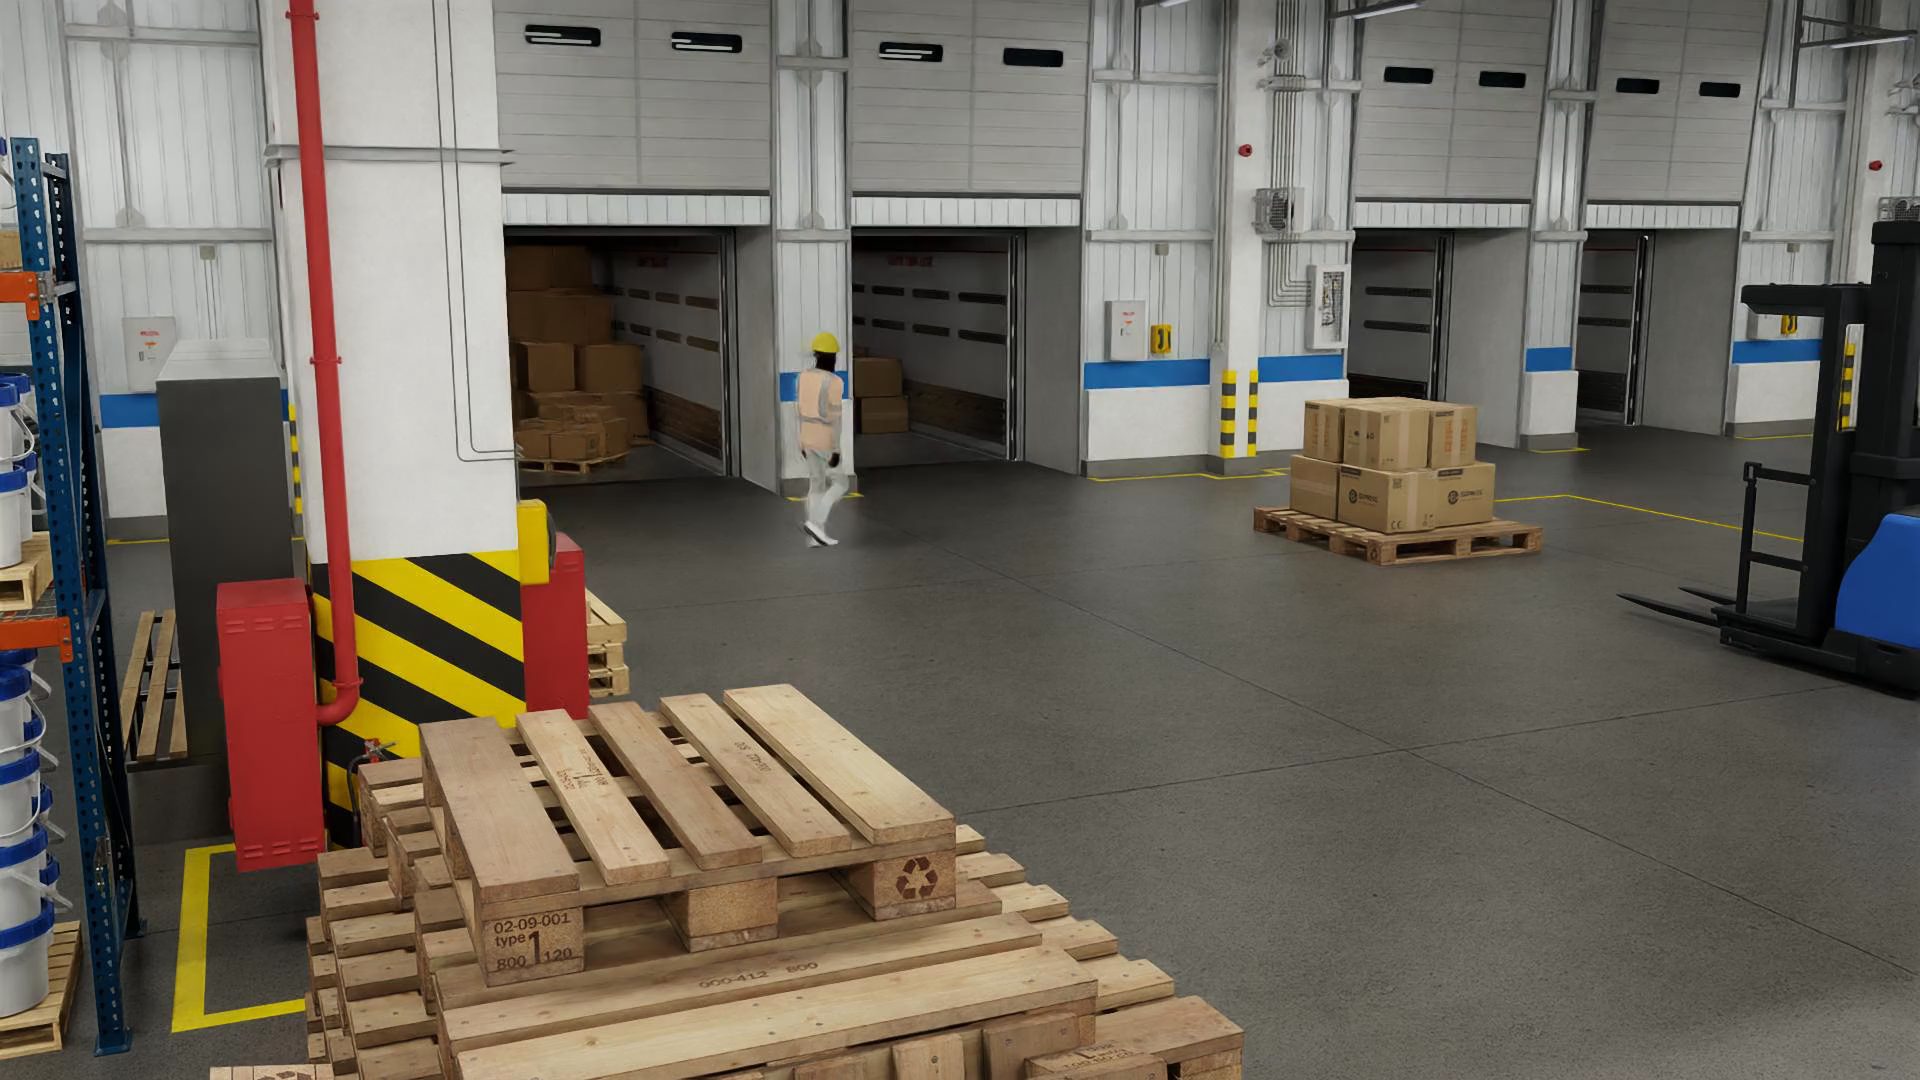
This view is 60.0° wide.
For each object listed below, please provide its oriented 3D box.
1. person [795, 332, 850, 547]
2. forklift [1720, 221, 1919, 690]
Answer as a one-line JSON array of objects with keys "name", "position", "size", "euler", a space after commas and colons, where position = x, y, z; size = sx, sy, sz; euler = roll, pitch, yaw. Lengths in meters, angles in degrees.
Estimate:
[{"name": "person", "position": [-1.217, -0.866, 14.641], "size": [0.586, 1.913, 0.434], "euler": [9, 14, 41]}, {"name": "forklift", "position": [5.949, -0.550, 10.218], "size": [1.129, 2.768, 1.873], "euler": [-4, 11, -23]}]
